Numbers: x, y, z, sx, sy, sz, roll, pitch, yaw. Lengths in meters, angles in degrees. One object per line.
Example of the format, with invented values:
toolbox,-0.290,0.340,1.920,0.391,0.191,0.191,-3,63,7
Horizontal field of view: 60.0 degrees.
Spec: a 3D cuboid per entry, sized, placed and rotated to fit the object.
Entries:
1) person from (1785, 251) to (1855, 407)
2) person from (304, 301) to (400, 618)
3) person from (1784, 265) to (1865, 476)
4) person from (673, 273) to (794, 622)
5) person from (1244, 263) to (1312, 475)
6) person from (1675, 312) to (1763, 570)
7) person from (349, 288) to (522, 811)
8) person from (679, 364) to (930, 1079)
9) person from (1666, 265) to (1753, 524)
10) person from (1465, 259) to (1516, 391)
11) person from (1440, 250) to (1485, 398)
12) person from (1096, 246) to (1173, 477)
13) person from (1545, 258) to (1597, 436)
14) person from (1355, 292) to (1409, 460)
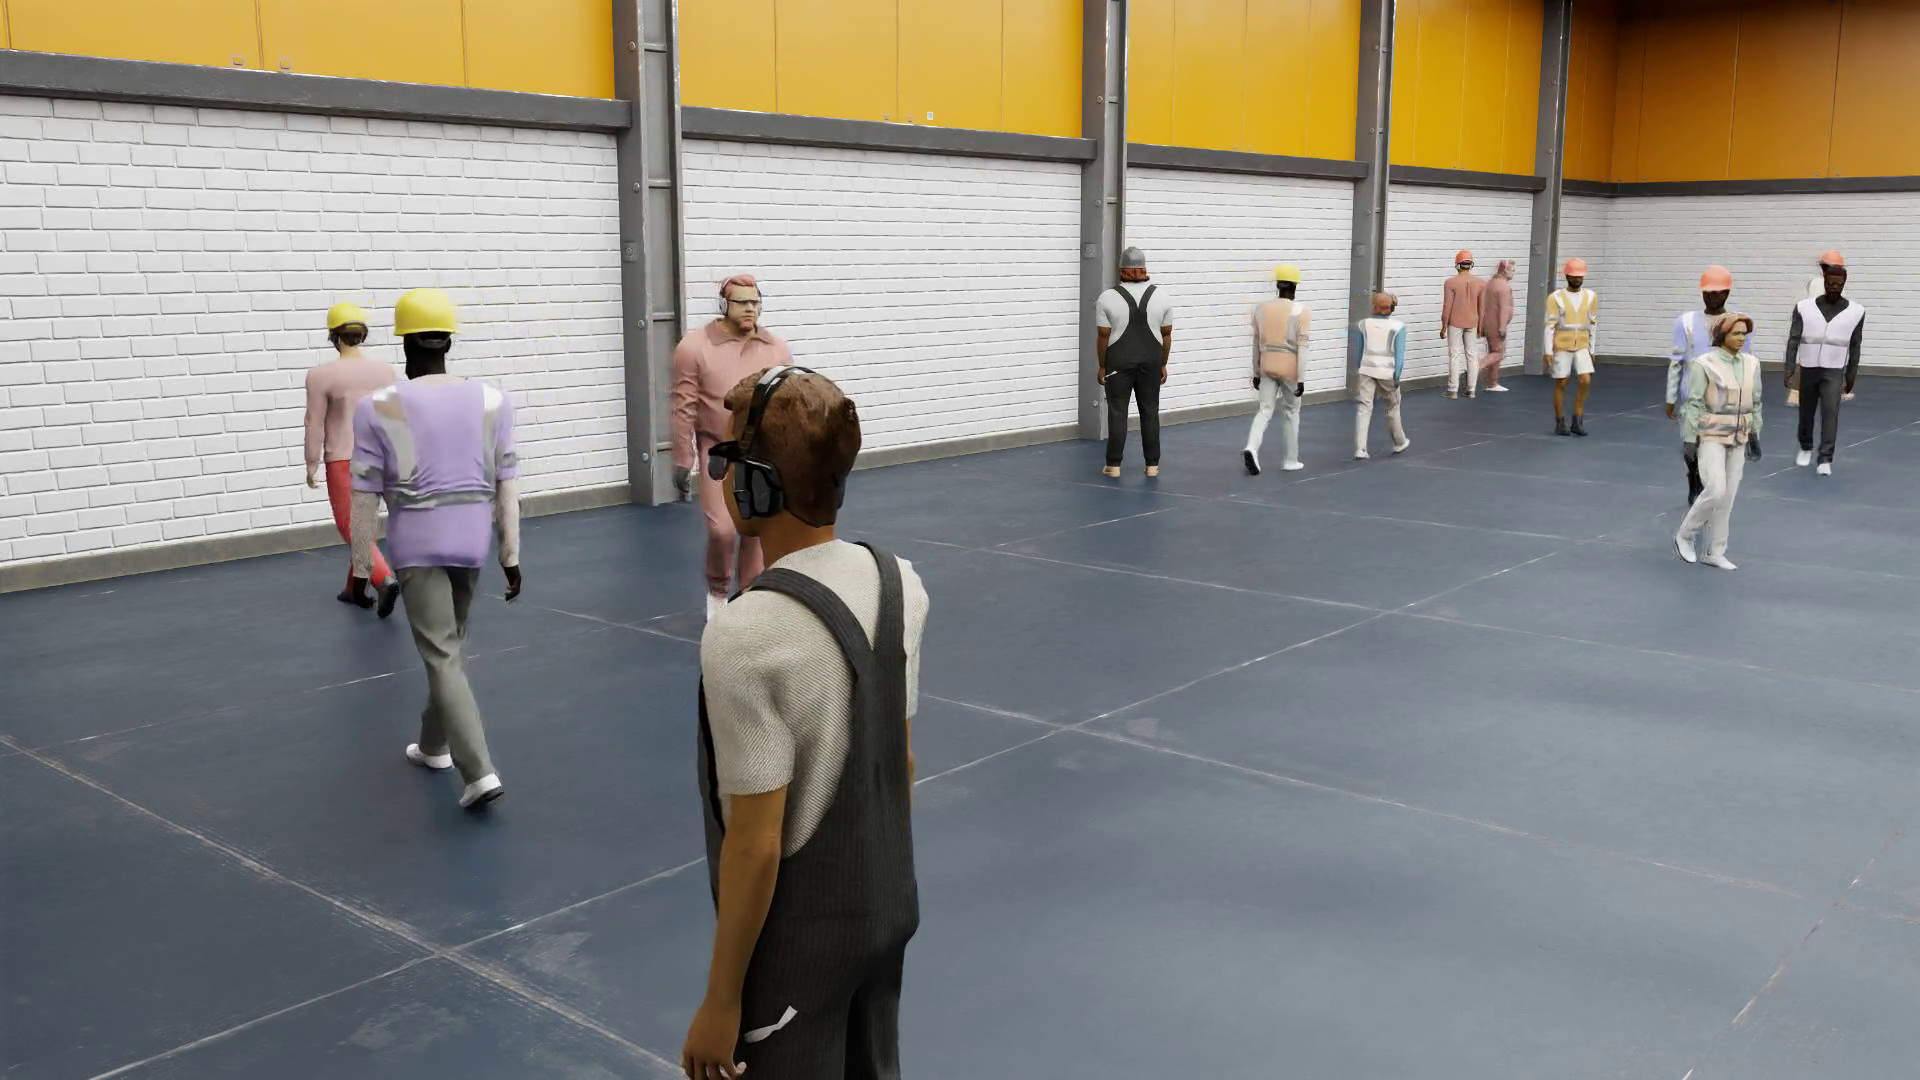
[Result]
person,11.045,-2.685,21.234,1.081,1.982,0.639,-2,10,-12
person,-3.323,-0.451,9.209,0.782,1.737,0.533,9,13,40
person,7.860,-1.562,15.156,0.601,1.880,0.976,5,11,28
person,-1.140,-0.430,8.647,0.675,1.889,0.438,-5,11,-26
person,2.845,-1.529,14.901,0.596,1.899,0.878,8,12,37
person,4.804,-0.613,10.461,0.516,1.627,0.361,-4,11,-20
person,-1.902,0.023,6.104,0.600,1.888,0.964,-9,13,-40
person,-0.246,0.645,2.665,0.343,1.847,0.506,6,11,29
person,5.631,-1.111,12.515,0.555,1.910,0.898,5,11,28
person,7.436,-2.999,23.315,0.628,1.877,0.712,0,10,0
person,6.775,-2.909,22.472,0.621,1.992,0.397,-2,10,-12
person,1.521,-1.581,14.784,0.684,2.000,0.538,-1,10,-6
person,6.563,-2.052,17.810,0.586,1.912,0.664,0,10,1
person,4.077,-1.587,16.089,0.520,1.595,0.865,7,12,34
